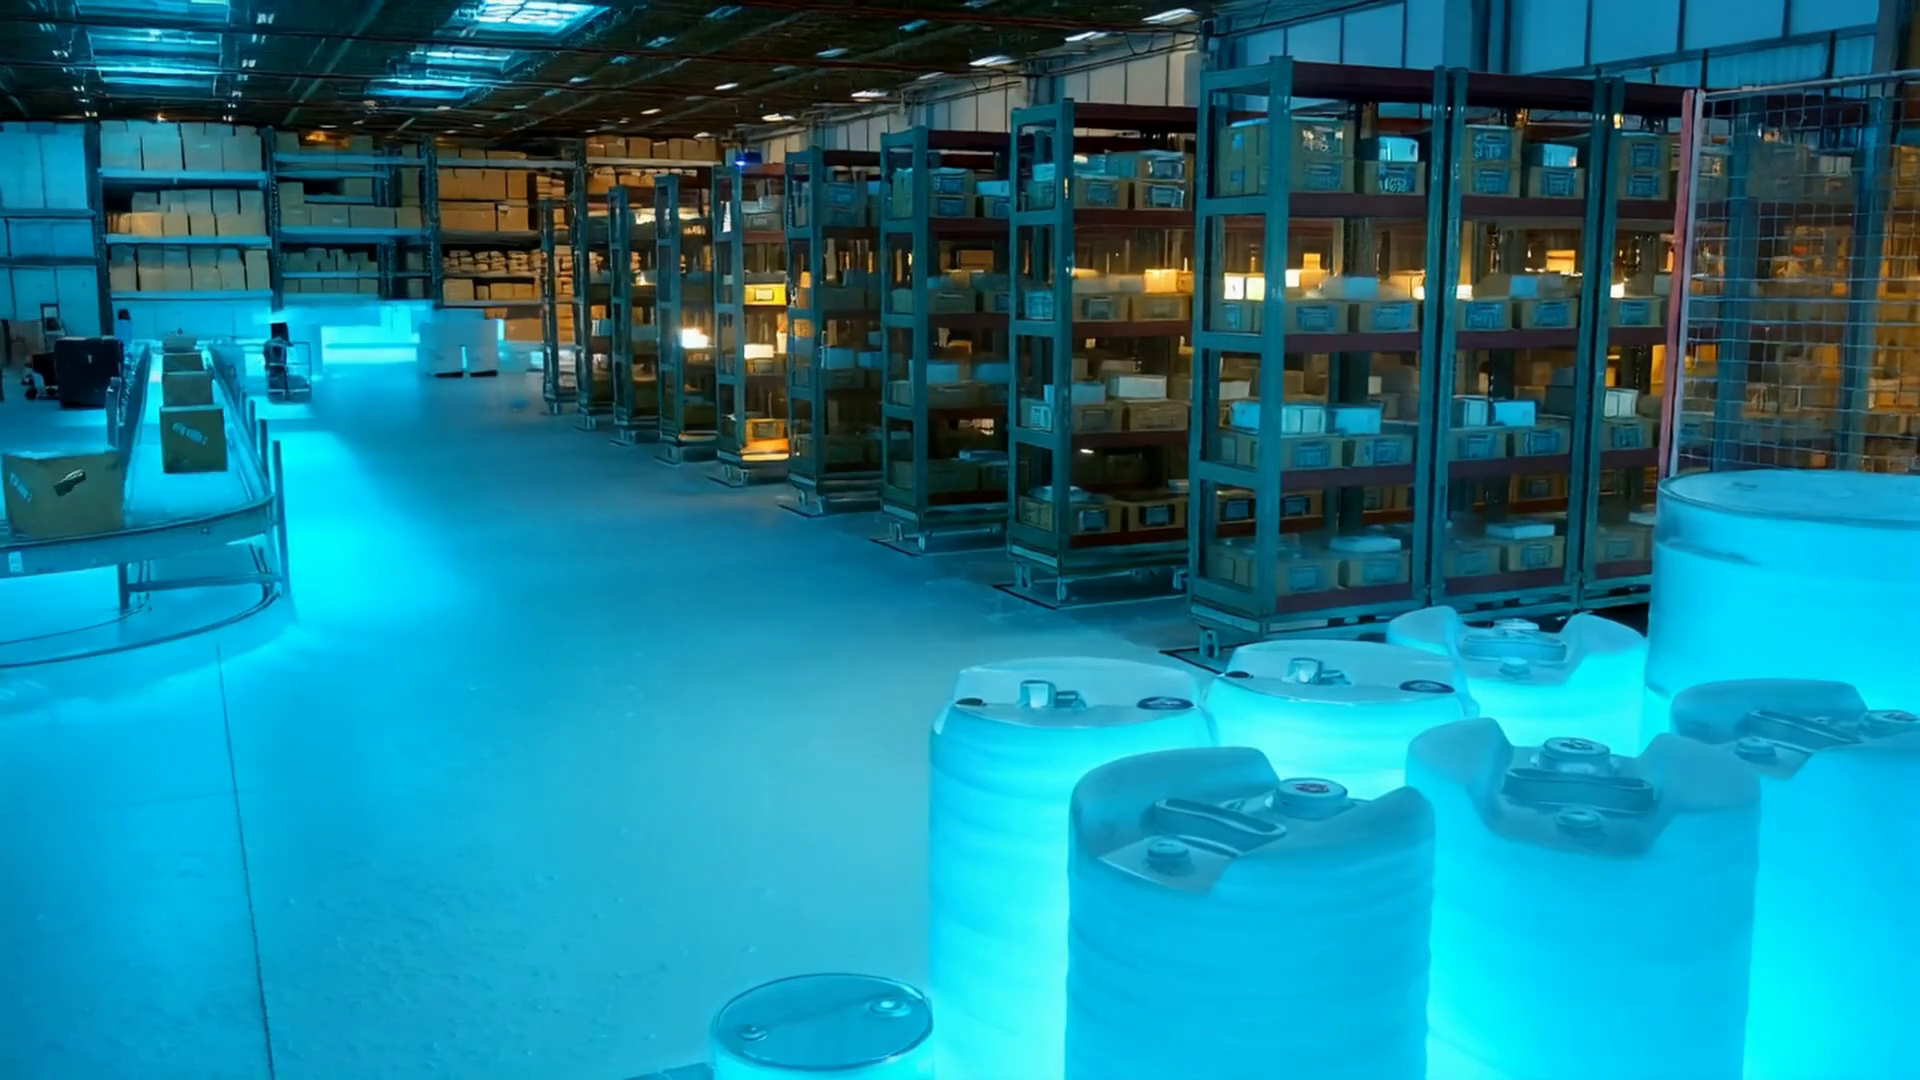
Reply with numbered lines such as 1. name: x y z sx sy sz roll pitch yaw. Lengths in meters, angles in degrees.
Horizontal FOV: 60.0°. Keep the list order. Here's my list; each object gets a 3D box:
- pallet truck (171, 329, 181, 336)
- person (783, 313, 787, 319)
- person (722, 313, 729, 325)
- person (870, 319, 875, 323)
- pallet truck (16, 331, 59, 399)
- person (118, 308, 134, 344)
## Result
1. pallet truck: -17.275 -3.851 35.096 1.601 1.201 0.680 0 9 1
2. person: -3.261 -3.801 32.679 0.406 1.911 0.636 0 9 -2
3. person: -6.365 -5.700 44.474 0.605 1.916 0.959 6 11 33
4. person: -2.450 -6.245 48.420 0.493 1.720 0.661 1 9 5
5. pallet truck: -17.082 -3.353 31.781 1.630 1.274 0.653 -4 10 -25
6. person: -18.446 -4.326 36.814 0.493 1.626 0.283 7 12 38
